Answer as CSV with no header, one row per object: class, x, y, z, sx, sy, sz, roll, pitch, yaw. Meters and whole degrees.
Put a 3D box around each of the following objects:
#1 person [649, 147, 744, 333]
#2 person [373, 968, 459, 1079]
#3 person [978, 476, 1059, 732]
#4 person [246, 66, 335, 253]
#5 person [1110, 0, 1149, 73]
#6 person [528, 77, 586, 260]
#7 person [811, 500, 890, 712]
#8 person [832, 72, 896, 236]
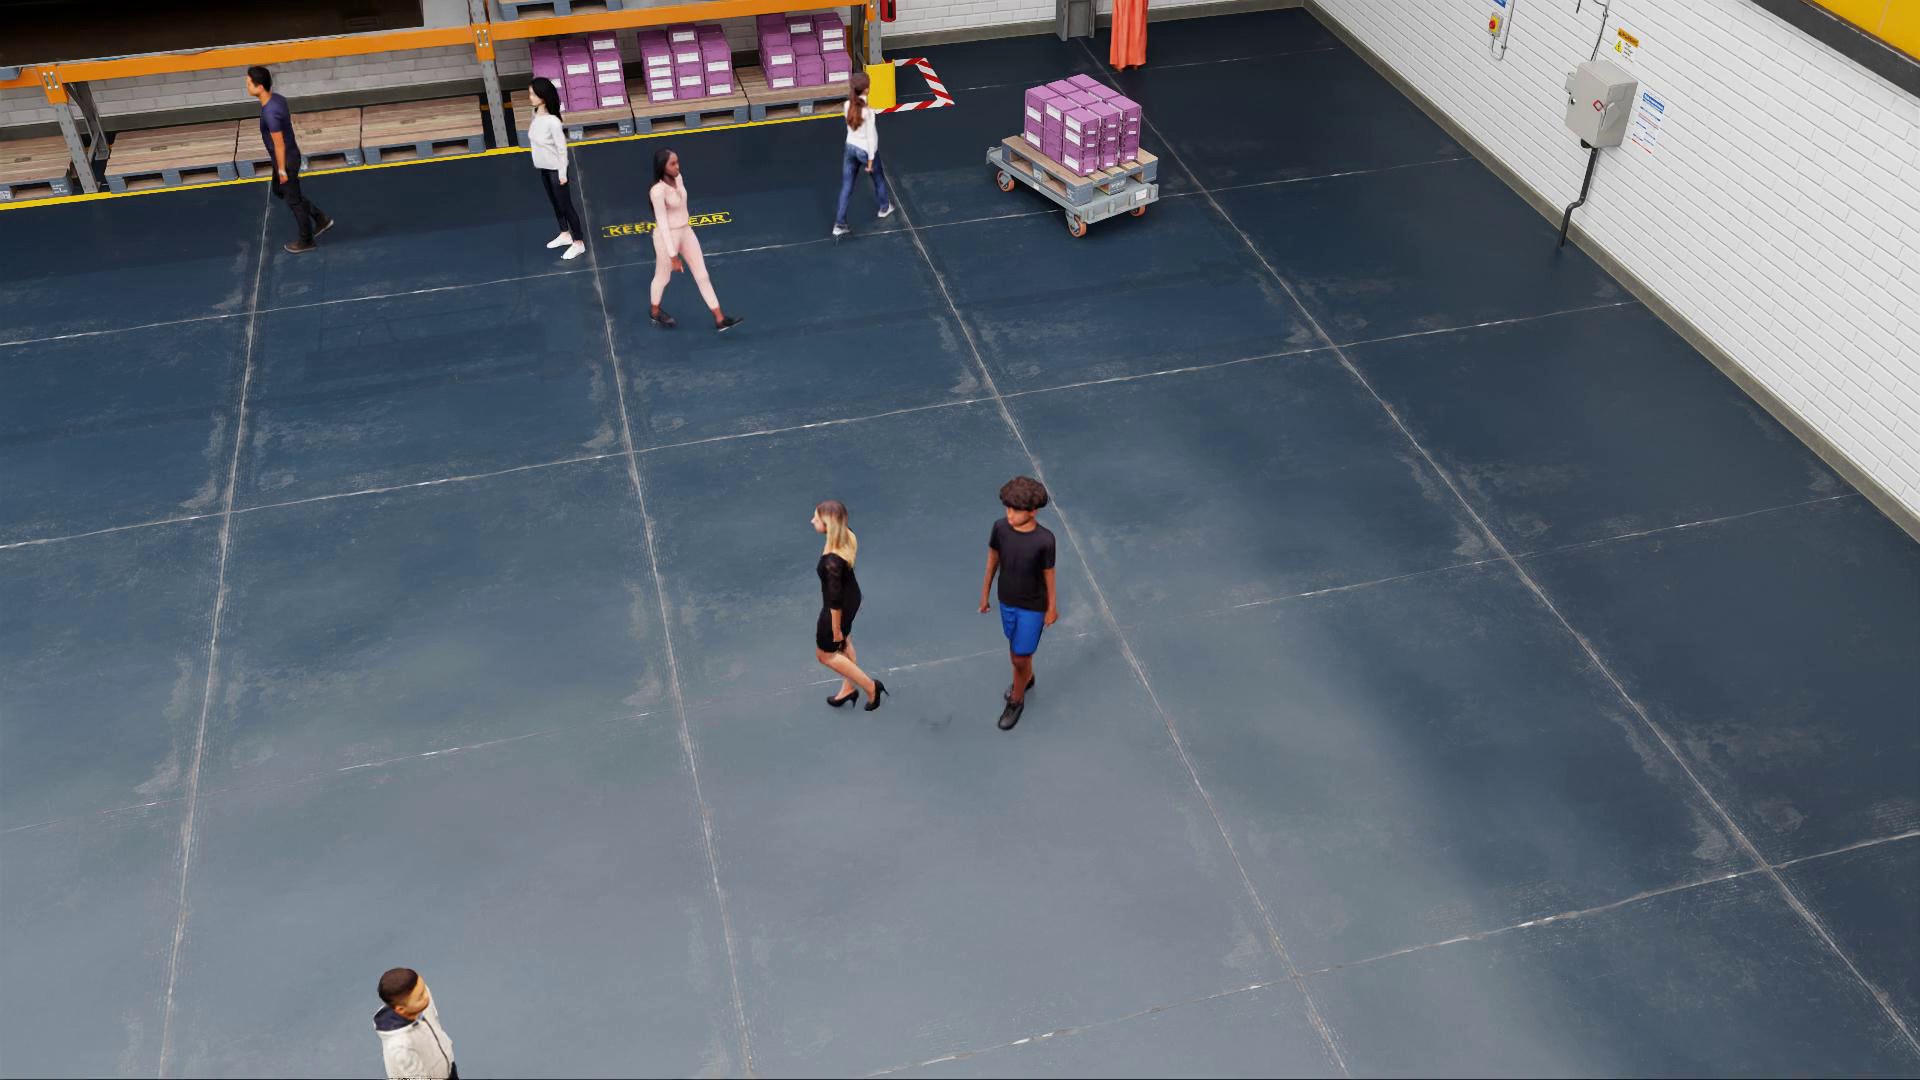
person,-2.480,-2.490,13.971,1.218,1.673,1.086,15,41,17
person,-2.576,2.533,7.863,0.680,1.446,0.670,1,39,1
person,0.440,0.311,10.376,0.855,1.781,0.929,25,45,28
person,-6.041,-3.459,15.094,0.709,1.786,0.673,-11,40,-14
person,1.882,-6.083,18.364,0.535,1.805,0.698,-6,39,-8
person,-3.672,-3.382,15.066,0.701,1.700,0.722,-28,46,-30
person,-0.662,0.446,10.301,0.766,1.665,0.690,6,39,7
person,-0.981,-3.544,15.416,1.021,1.517,1.051,19,42,22
